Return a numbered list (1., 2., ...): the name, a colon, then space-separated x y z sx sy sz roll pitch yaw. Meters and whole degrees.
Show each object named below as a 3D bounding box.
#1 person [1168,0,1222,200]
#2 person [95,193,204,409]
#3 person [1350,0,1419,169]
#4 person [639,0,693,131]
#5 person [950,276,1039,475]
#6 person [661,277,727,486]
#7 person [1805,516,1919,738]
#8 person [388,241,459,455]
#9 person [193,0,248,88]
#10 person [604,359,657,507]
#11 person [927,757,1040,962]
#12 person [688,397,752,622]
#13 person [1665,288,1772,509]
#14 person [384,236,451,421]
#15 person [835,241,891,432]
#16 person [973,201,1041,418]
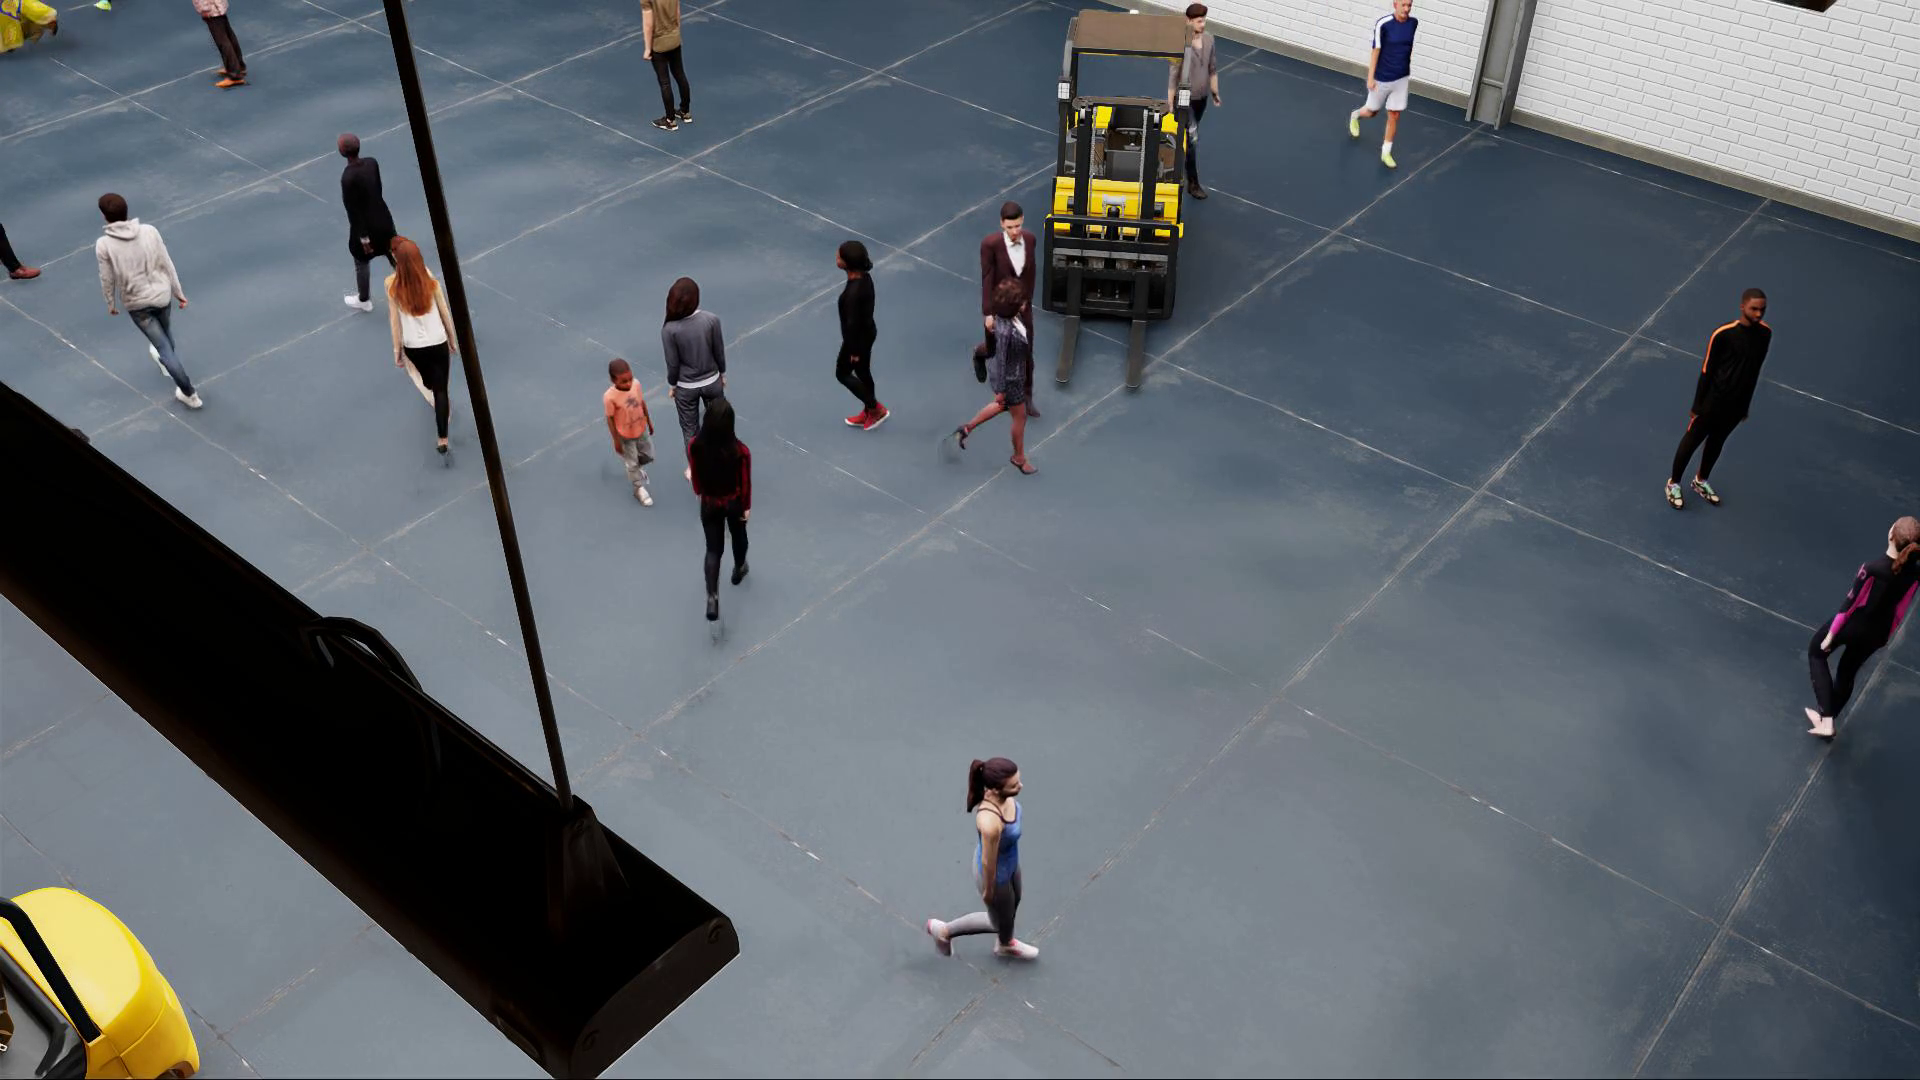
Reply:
1. person: 2.228 -4.401 16.448 0.883 1.881 1.249 -25 45 -28
2. person: -6.460 -1.867 13.328 1.132 1.815 0.718 30 47 32
3. person: 4.341 -4.764 16.959 1.029 1.809 1.190 -10 40 -12
4. person: -3.114 -5.255 17.542 0.548 1.851 0.645 27 46 29
5. person: 0.285 -1.246 12.661 1.040 1.677 0.917 5 39 6
6. person: -1.969 -1.185 12.512 0.687 1.768 0.677 -15 41 -18
7. person: 5.577 0.623 10.276 0.757 1.732 0.810 2 39 2
8. person: -4.138 -1.448 12.906 1.076 1.687 1.153 -6 39 -8
9. person: -8.311 -5.974 18.477 0.837 1.808 0.758 -6 39 -7
10. person: -2.510 -0.861 12.483 0.592 1.297 0.691 -29 47 -32
11. person: 0.136 1.753 8.969 0.951 1.596 0.819 5 39 6
12. person: -1.640 -0.188 11.377 1.050 1.626 1.026 1 39 1
13. person: 5.646 -1.062 12.325 0.694 1.809 0.737 -6 39 -7
14. person: -4.264 -1.631 13.185 0.643 1.624 0.933 -27 46 -30
15. person: -0.715 -1.584 13.095 0.776 1.663 0.717 7 39 9
16. person: 0.338 -1.909 13.365 0.997 1.835 1.223 -15 41 -18
